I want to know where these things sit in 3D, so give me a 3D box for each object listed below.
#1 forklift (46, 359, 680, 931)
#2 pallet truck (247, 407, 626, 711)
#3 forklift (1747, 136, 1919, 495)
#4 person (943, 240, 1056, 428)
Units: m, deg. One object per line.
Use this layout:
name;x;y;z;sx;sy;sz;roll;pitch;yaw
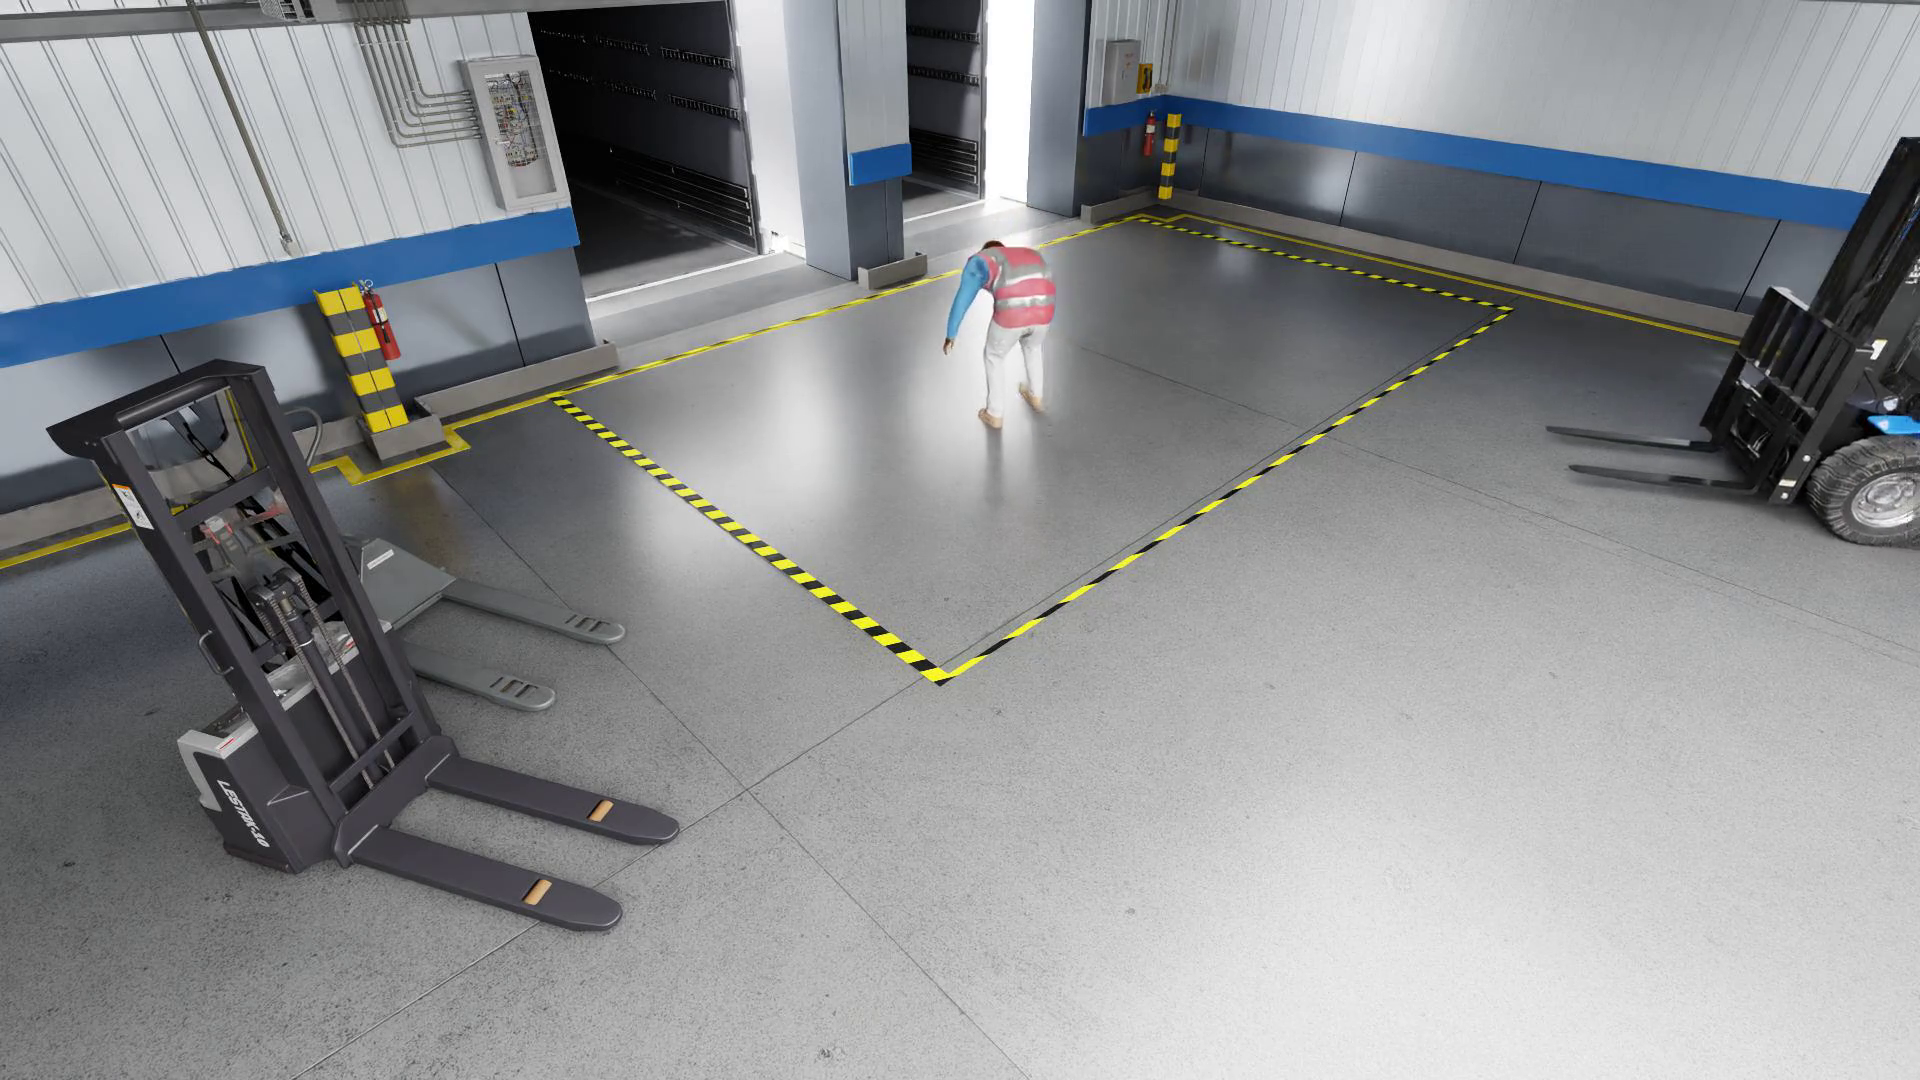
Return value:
forklift;-2.135;0.422;3.354;1.885;1.965;0.823;10;35;14
pallet truck;-2.628;0.038;4.590;1.601;1.201;0.680;12;36;18
forklift;6.509;-1.159;5.363;2.680;2.036;1.157;8;35;12
person;0.301;-1.556;6.904;0.893;1.292;0.925;-15;37;-20
